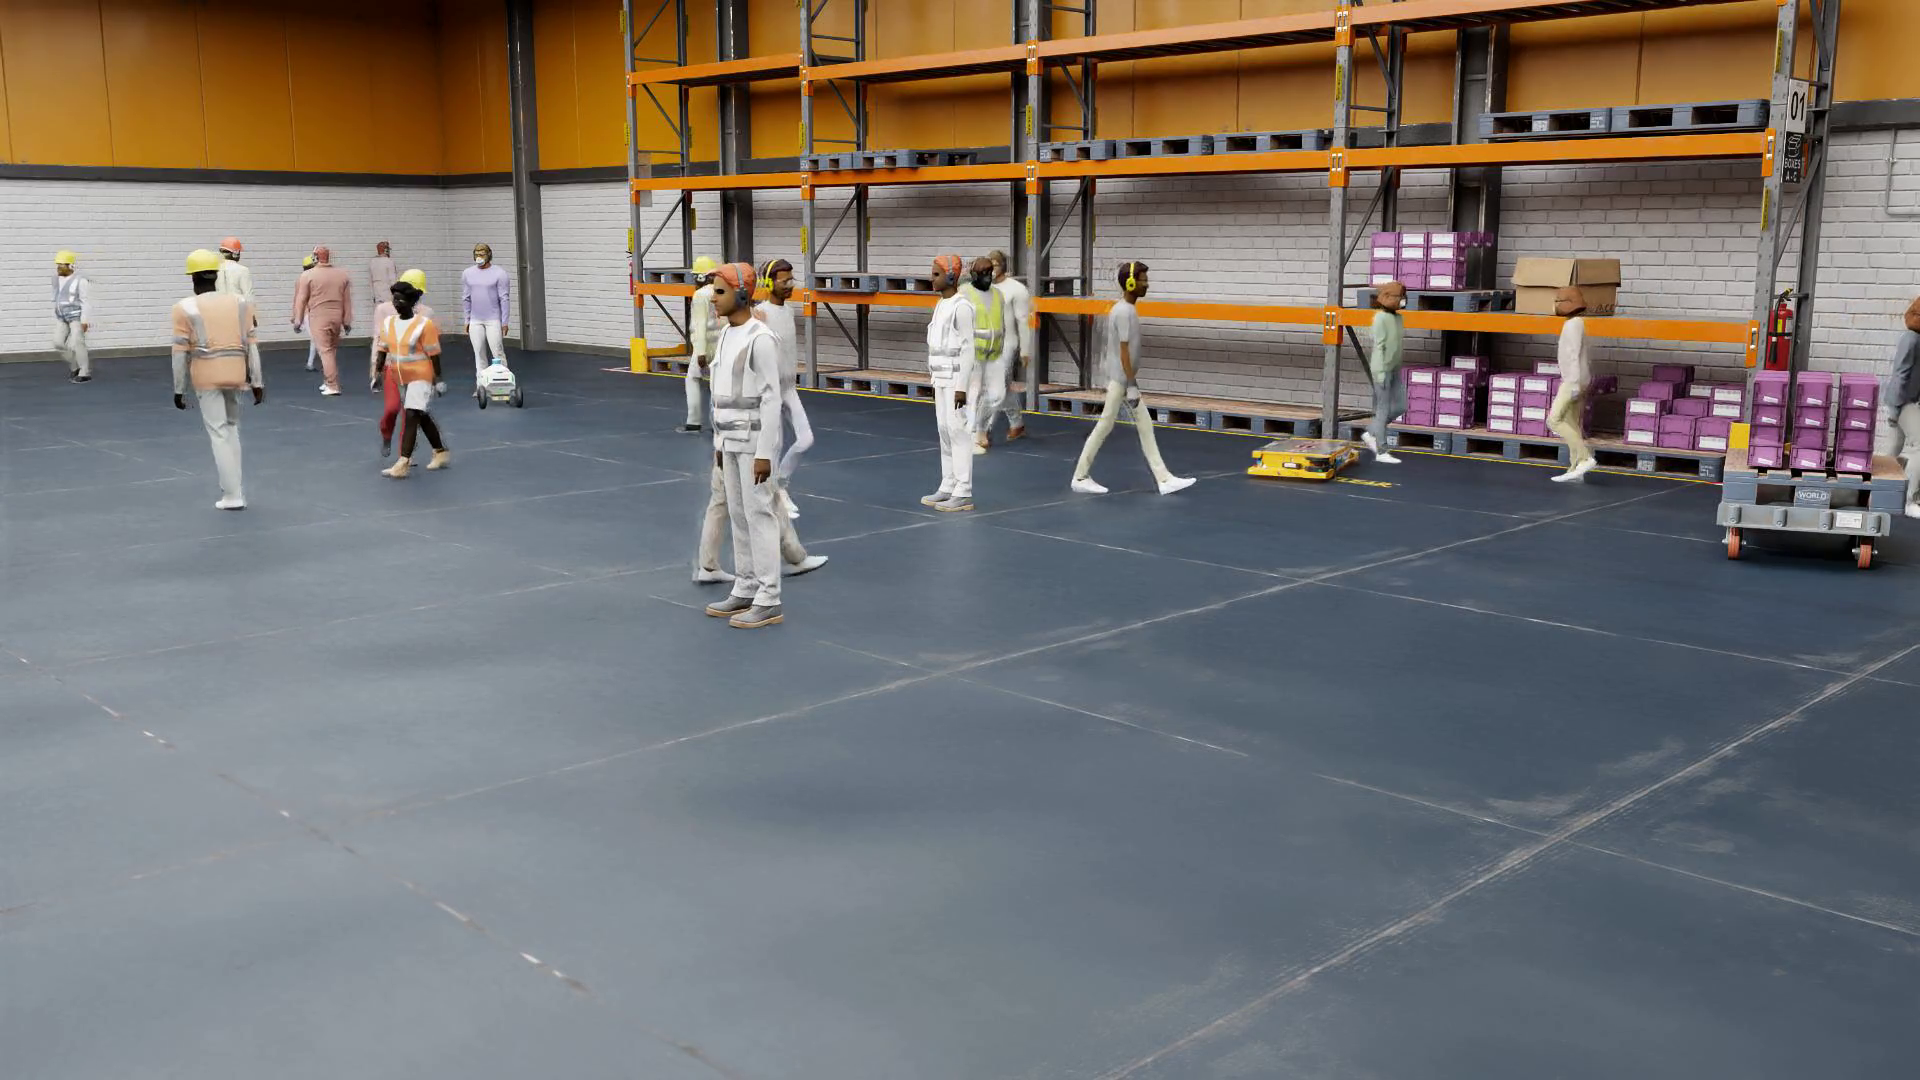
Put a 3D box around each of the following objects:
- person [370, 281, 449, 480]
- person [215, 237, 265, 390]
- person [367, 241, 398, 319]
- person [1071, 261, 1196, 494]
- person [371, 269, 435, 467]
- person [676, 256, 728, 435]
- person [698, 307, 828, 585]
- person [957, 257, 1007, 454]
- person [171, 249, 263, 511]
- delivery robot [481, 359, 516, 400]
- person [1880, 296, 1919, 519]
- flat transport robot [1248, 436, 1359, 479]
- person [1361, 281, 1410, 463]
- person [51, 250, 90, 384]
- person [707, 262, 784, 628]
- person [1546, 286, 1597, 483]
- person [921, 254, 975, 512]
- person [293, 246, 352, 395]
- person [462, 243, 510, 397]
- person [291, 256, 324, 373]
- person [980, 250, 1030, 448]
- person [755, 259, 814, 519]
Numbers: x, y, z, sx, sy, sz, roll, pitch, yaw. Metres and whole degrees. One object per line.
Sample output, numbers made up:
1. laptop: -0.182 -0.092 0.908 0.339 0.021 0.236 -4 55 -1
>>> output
1. person: -4.624 -1.355 14.016 0.545 1.645 0.889 5 11 25
2. person: -9.479 -2.954 21.778 0.611 1.995 0.375 3 11 16
3. person: -10.305 -4.399 29.895 0.637 1.911 0.403 6 12 28
4. person: 1.325 -1.243 12.939 1.000 1.810 0.552 3 11 14
5. person: -4.895 -1.515 14.624 0.580 1.729 0.494 -8 13 -36
6. person: -2.601 -1.947 16.803 0.744 1.803 0.628 5 12 25
7. person: -1.181 -0.543 9.682 0.823 1.599 0.534 -6 12 -30
8. person: 0.180 -1.704 15.440 0.632 1.830 0.434 -7 12 -34
9. person: -5.526 -1.176 12.289 0.638 1.907 0.599 8 13 39
10. delivery robot: -5.470 -1.895 19.676 0.477 0.478 0.707 -4 11 -20
11. person: 6.853 -0.948 11.919 0.587 1.600 0.600 7 12 33
12. flat transport robot: 2.971 -0.718 14.290 0.652 0.197 1.431 5 11 23
13. person: 3.803 -1.494 14.832 0.390 1.621 0.507 10 14 43
14. person: -12.150 -3.038 22.715 0.623 1.814 0.428 3 11 18
15. person: -1.117 -0.489 8.636 0.337 1.882 0.585 -6 12 -29
16. person: 4.964 -1.254 13.538 0.367 1.611 0.558 4 11 21
17. person: -0.074 -1.154 12.266 0.340 1.882 0.586 -4 11 -19
18. person: -8.152 -2.788 21.203 0.824 1.879 0.662 7 13 35
19. person: -5.909 -2.735 20.778 0.622 1.932 0.367 2 11 13
20. person: -9.532 -3.320 24.538 0.902 1.724 0.536 7 13 35
21. person: 0.372 -1.858 16.117 0.649 1.891 1.030 8 13 37
22. person: -1.276 -1.059 11.830 0.401 1.855 0.522 6 12 32
